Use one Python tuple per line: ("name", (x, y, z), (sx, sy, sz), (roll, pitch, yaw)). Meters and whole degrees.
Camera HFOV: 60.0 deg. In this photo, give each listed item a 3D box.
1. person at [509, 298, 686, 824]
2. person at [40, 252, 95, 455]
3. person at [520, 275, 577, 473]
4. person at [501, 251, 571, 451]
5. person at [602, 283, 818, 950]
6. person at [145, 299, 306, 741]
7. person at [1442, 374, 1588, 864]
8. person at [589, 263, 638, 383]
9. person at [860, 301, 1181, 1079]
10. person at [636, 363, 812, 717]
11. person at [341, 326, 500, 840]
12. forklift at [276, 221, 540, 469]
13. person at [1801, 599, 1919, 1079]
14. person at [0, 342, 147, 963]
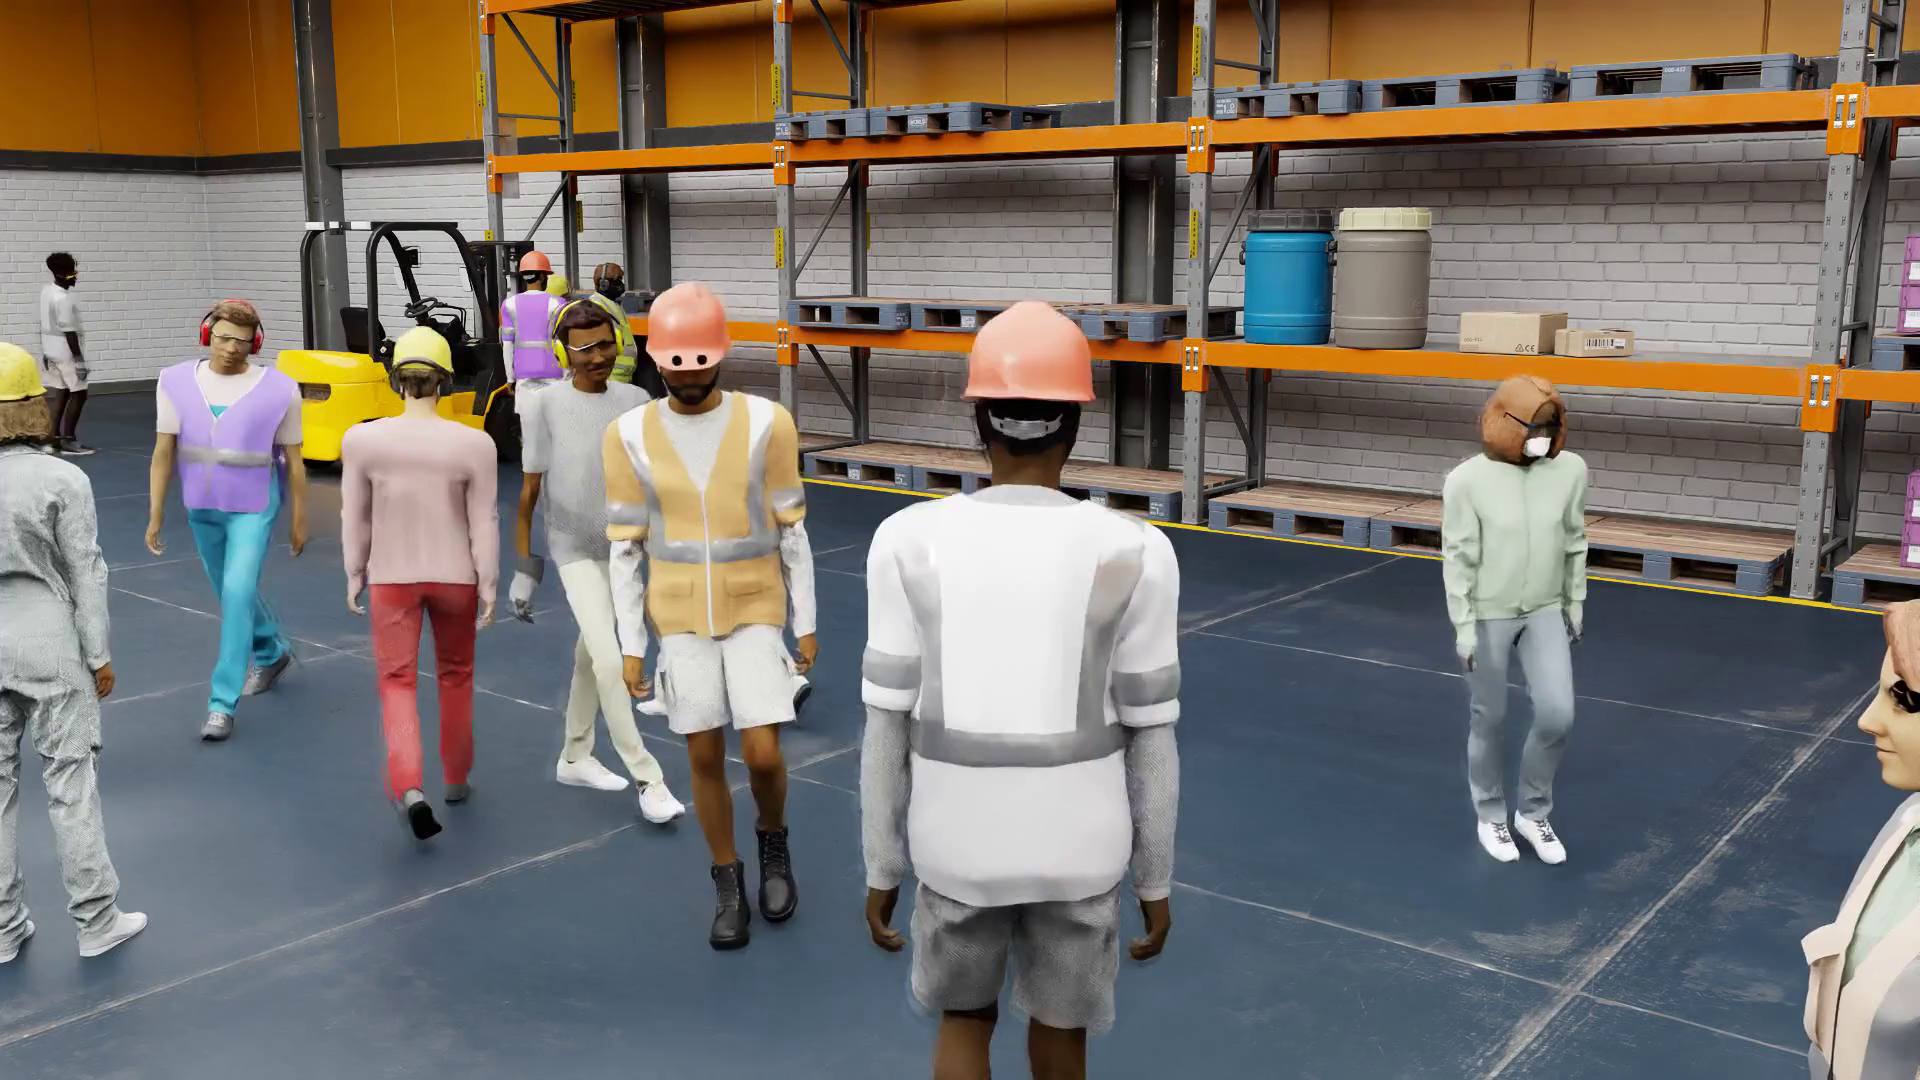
("person", (-1.195, 0.072, 5.835), (0.917, 1.813, 0.689), (10, 14, 43))
("person", (-8.467, -1.743, 15.688), (0.406, 1.916, 0.742), (-10, 14, -43))
("person", (-3.452, -1.397, 14.271), (0.767, 1.717, 0.605), (-3, 11, -19))
("person", (-3.390, -1.347, 13.391), (0.547, 1.934, 0.375), (-1, 10, -3))
("person", (-0.700, 0.237, 4.684), (0.578, 1.908, 0.448), (0, 10, -2))
("person", (-3.043, -0.125, 7.033), (0.598, 1.787, 0.965), (0, 10, 0))
("person", (1.778, 0.266, 5.331), (0.528, 1.603, 0.452), (-1, 10, -7))
("person", (-2.812, -1.304, 13.407), (0.429, 1.841, 0.633), (0, 10, -1))
("person", (0.107, 0.547, 2.932), (0.562, 1.916, 0.517), (1, 10, 7))
("person", (-1.004, -0.014, 6.897), (0.778, 1.608, 0.505), (6, 12, 31))
("person", (-1.833, 0.146, 5.677), (0.528, 1.733, 0.774), (-3, 11, -15))
("forklift", (-4.922, -1.741, 14.854), (1.214, 2.155, 2.313), (8, 13, 38))
("person", (1.133, 0.867, 1.941), (0.308, 1.639, 0.524), (3, 11, 14))
("person", (-2.624, 0.322, 4.671), (0.487, 1.744, 0.313), (-1, 10, -5))
